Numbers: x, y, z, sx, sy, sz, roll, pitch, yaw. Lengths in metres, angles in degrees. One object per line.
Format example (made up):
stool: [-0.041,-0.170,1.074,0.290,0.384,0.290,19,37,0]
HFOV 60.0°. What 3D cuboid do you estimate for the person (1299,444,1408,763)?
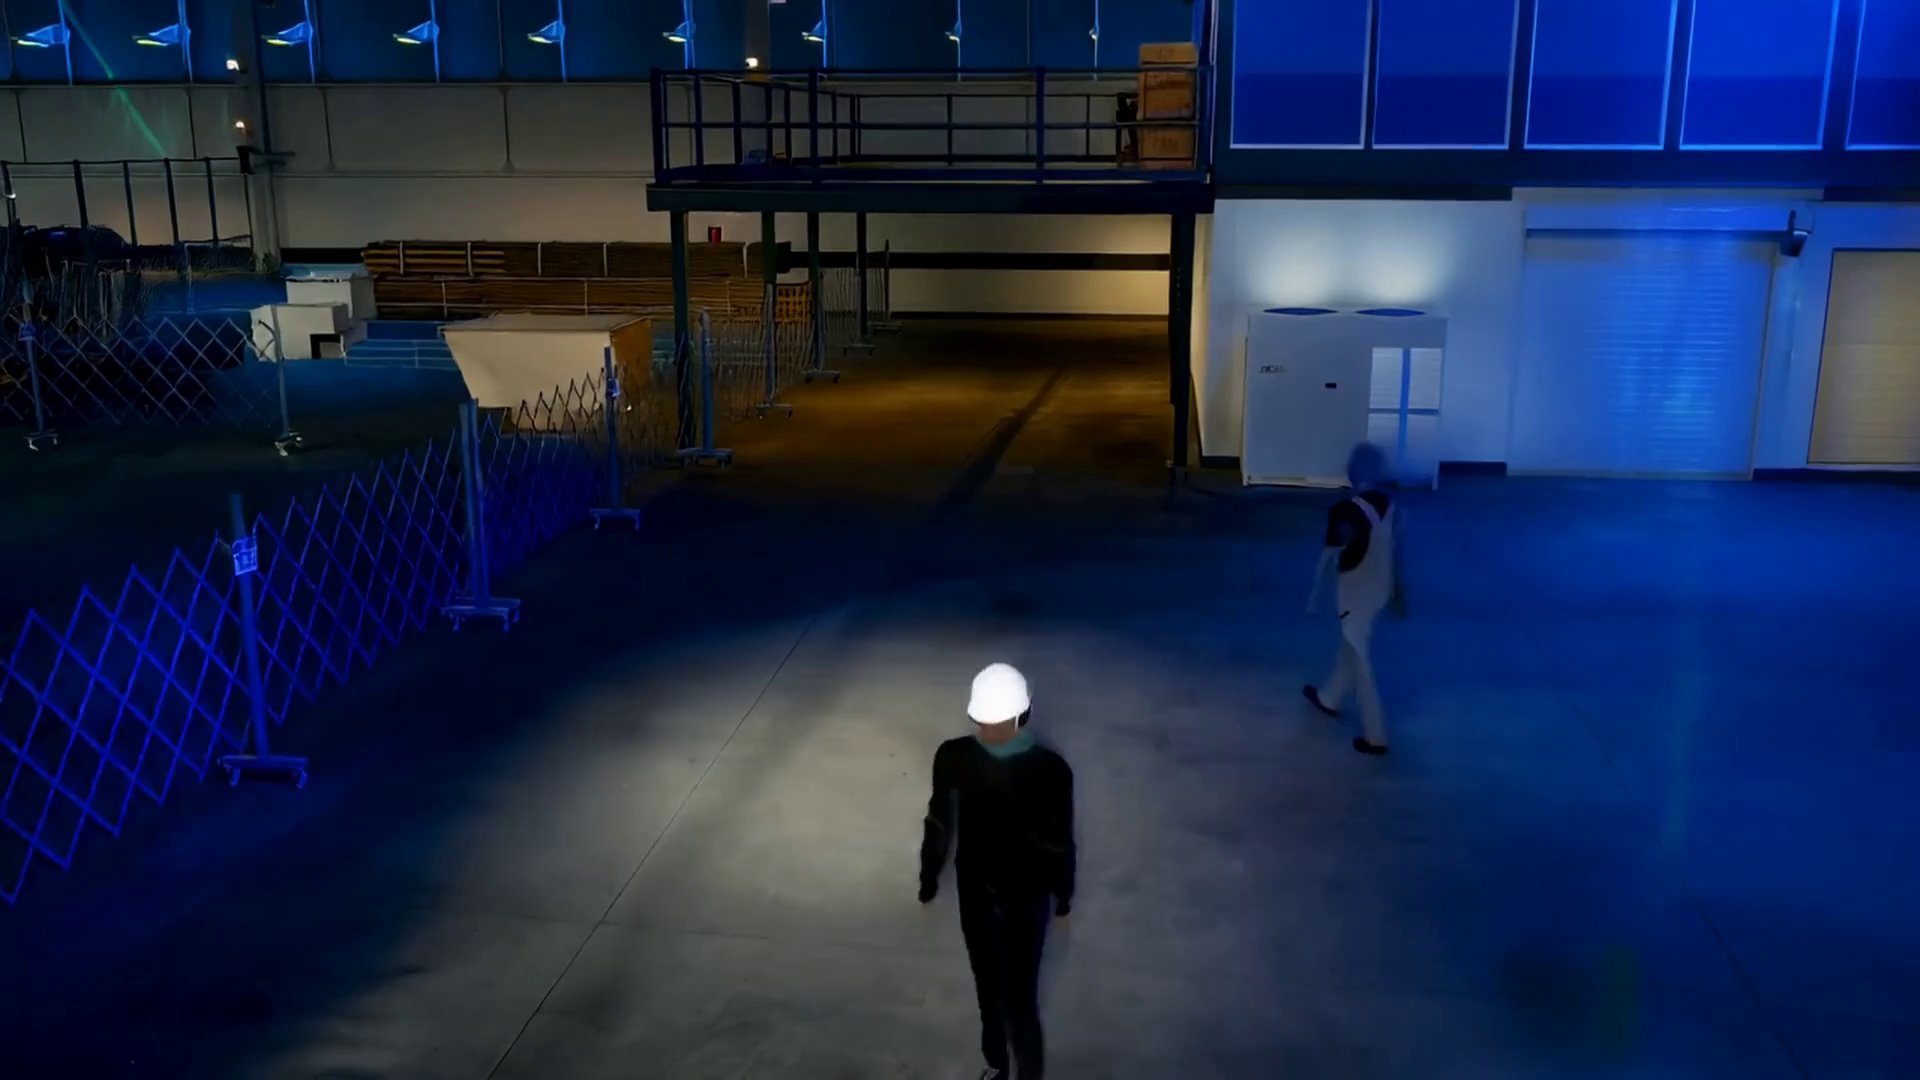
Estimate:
person: [2.289,0.324,9.721,0.513,1.793,0.959,-7,15,-26]

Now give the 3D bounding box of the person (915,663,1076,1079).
person: [0.124,1.276,5.946,0.545,1.751,0.565,6,15,24]
